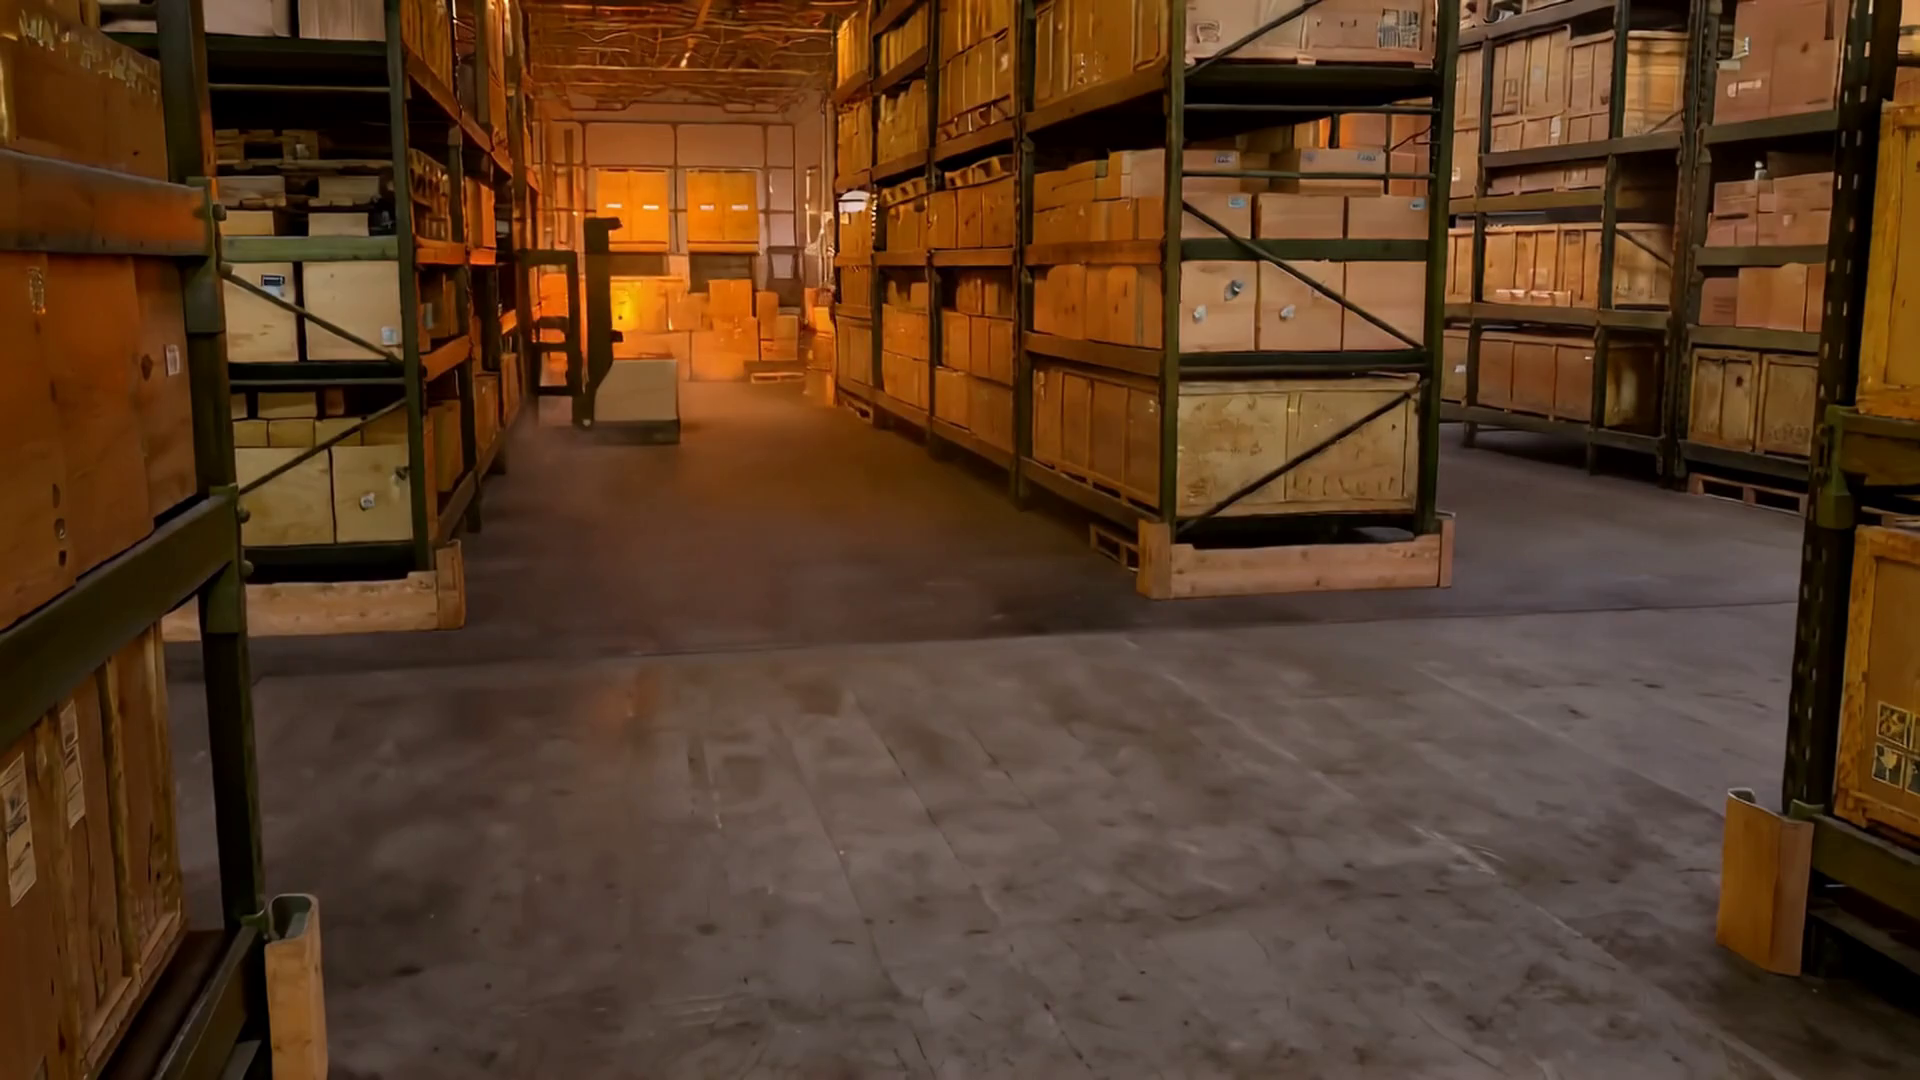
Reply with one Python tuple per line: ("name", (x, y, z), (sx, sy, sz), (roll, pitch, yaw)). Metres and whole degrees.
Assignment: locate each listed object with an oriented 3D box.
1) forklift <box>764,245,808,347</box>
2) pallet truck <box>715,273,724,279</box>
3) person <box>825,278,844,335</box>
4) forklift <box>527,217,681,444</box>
("forklift", (-4.934, -6.796, 46.247), (1.129, 2.768, 1.873), (0, 9, 3))
("pallet truck", (-8.580, -8.986, 62.280), (1.885, 1.965, 0.823), (1, 9, 5))
("person", (-2.955, -5.021, 38.204), (0.855, 1.958, 0.659), (-5, 11, -29))
("forklift", (-4.533, -2.656, 21.010), (1.873, 2.768, 1.129), (-2, 10, -12))
